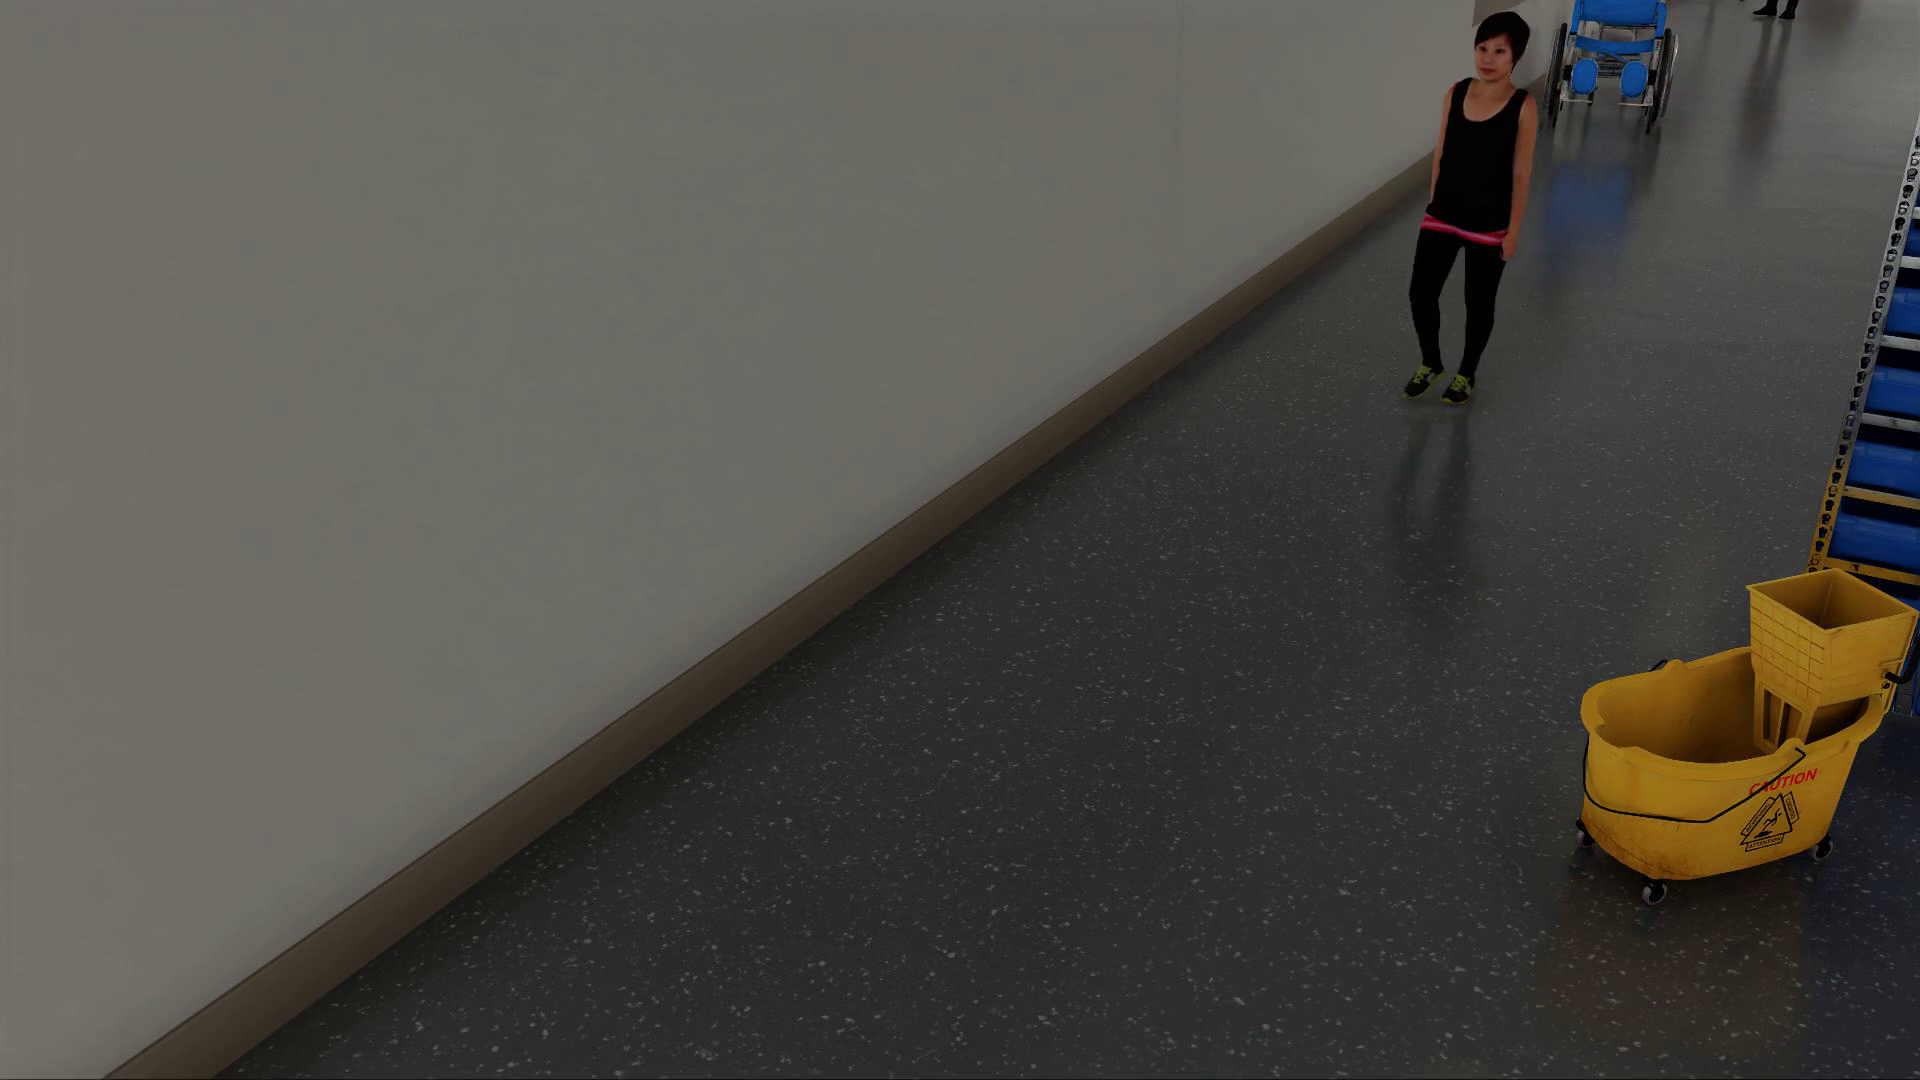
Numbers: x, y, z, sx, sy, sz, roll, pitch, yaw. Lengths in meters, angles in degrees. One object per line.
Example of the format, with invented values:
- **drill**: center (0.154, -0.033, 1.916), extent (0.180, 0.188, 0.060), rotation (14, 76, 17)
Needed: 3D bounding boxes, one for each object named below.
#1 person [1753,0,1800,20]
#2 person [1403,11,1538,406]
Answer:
- **person**: center (8.000, -5.910, 15.867), extent (0.781, 1.780, 0.647), rotation (-14, 29, -27)
- **person**: center (2.058, -1.297, 6.576), extent (0.541, 1.541, 0.666), rotation (19, 32, 34)
